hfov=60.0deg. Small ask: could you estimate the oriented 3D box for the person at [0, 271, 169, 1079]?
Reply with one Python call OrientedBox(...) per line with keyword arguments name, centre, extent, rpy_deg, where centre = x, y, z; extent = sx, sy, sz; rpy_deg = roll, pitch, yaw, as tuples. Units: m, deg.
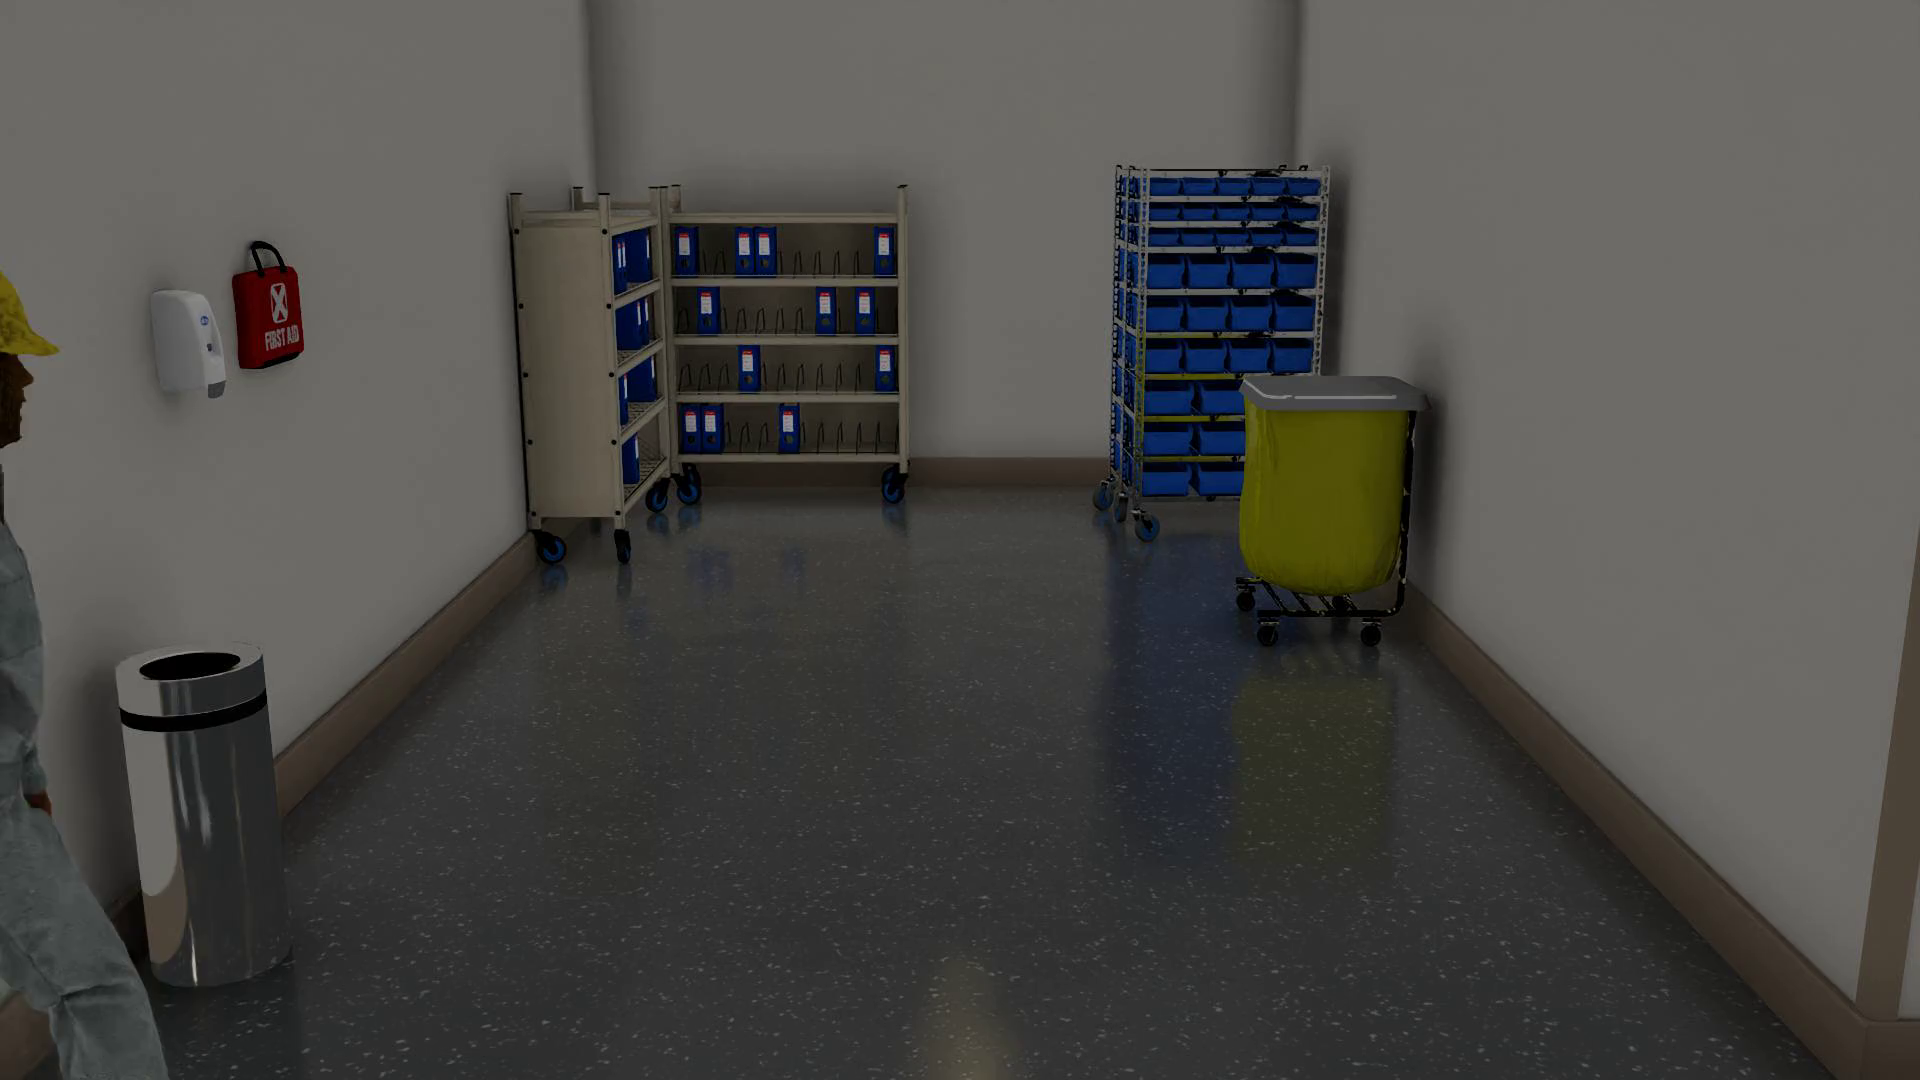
OrientedBox(name="person", centre=(-1.579, 0.416, 2.522), extent=(0.868, 1.702, 0.489), rpy_deg=(-8, 15, -29))
